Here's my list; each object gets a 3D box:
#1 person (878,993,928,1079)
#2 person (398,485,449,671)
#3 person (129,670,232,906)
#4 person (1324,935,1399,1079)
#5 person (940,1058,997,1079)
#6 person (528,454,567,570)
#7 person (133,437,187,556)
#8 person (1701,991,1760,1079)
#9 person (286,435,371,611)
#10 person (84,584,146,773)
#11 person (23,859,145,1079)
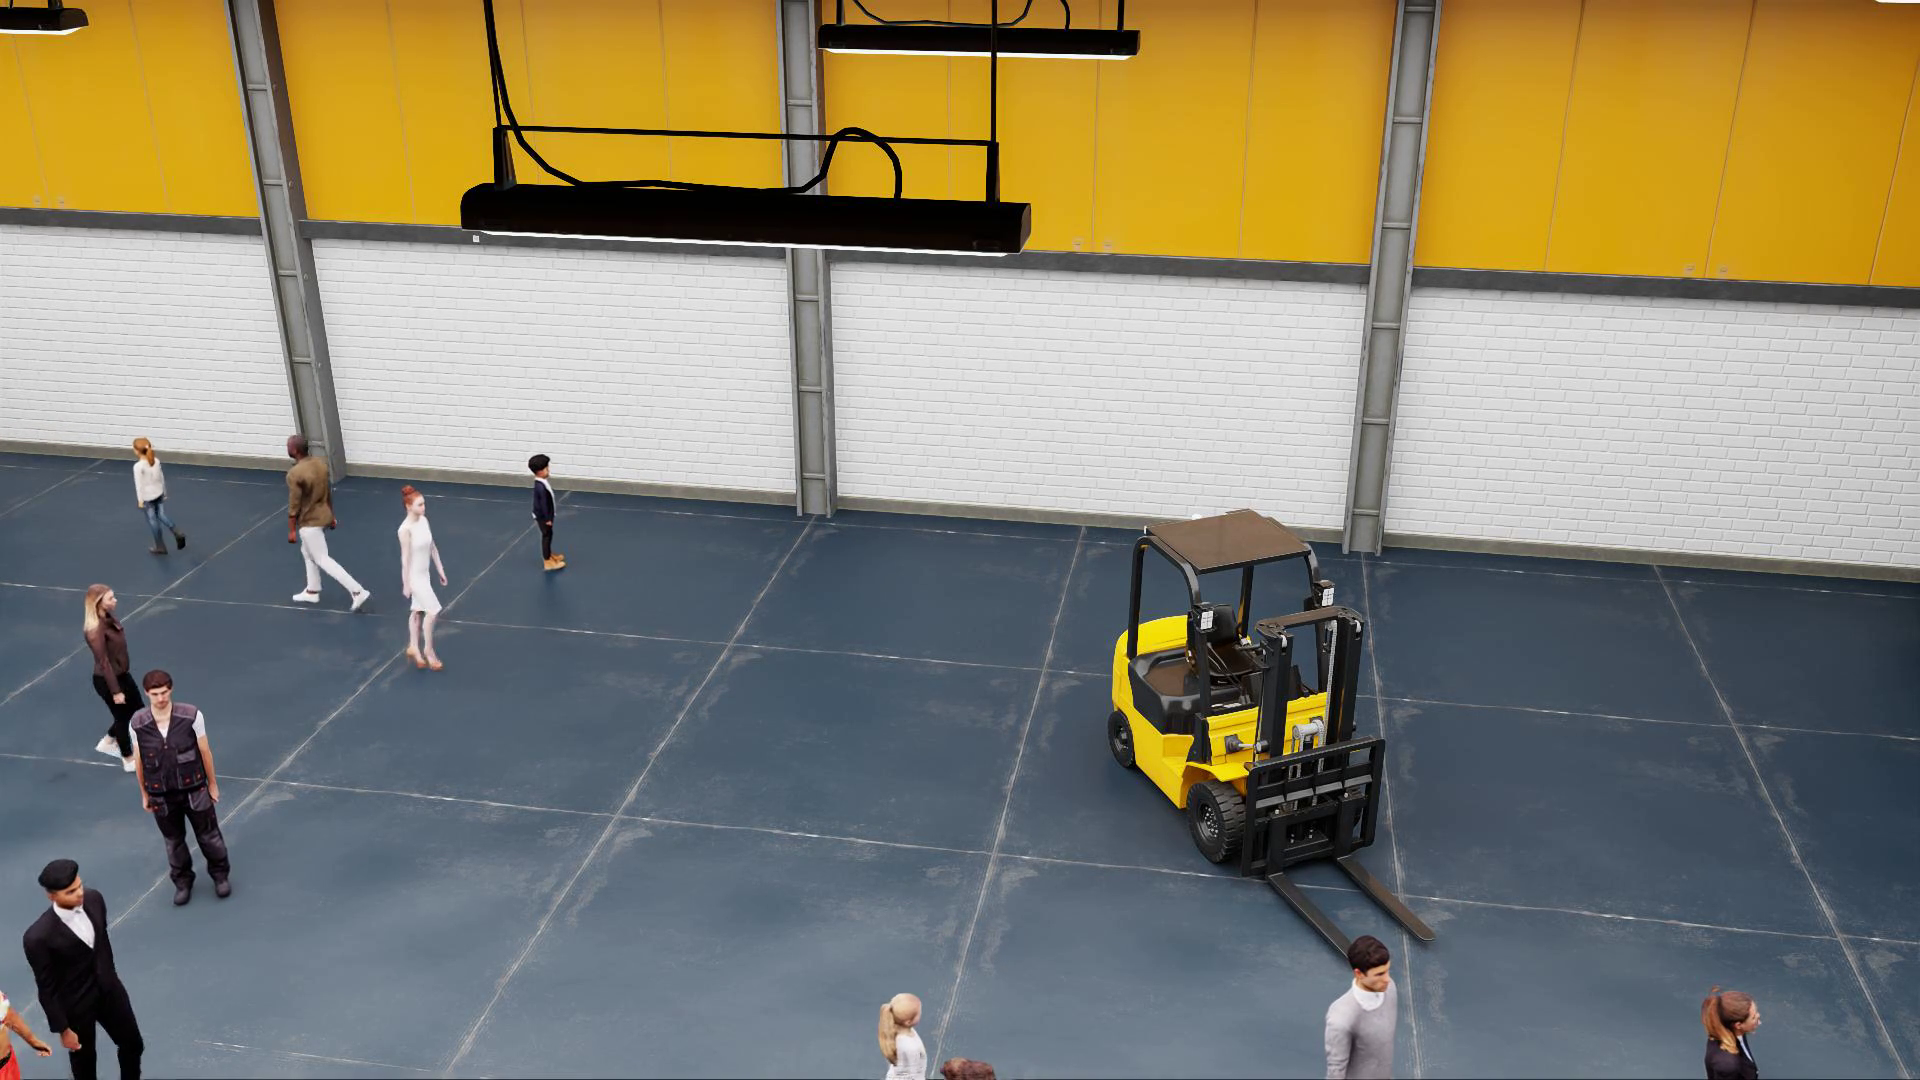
[{"bbox_3d":[-0.366,3.097,9.361,0.753,1.268,0.662,-10,25,-21],"label":"person"},{"bbox_3d":[-4.973,0.349,15.011,0.623,1.779,0.572,4,24,9],"label":"person"},{"bbox_3d":[-5.522,1.736,11.759,0.700,1.843,0.812,-7,25,-16],"label":"person"},{"bbox_3d":[2.114,2.939,8.906,0.839,1.923,0.837,20,30,38],"label":"person"},{"bbox_3d":[0.182,3.324,7.974,0.781,1.964,0.779,4,24,8],"label":"person"},{"bbox_3d":[-4.302,-0.300,17.188,0.595,1.224,0.570,-5,24,-11],"label":"person"},{"bbox_3d":[-8.396,-0.438,17.403,0.754,1.305,0.565,9,25,20],"label":"person"},{"bbox_3d":[3.983,3.098,8.786,0.651,1.727,0.635,12,26,25],"label":"person"},{"bbox_3d":[-6.182,-0.141,16.105,1.102,1.800,0.710,4,24,8],"label":"person"},{"bbox_3d":[-6.871,1.134,13.326,0.778,1.690,0.712,-4,24,-10],"label":"person"},{"bbox_3d":[-5.174,2.629,9.696,0.821,1.858,0.798,11,26,23],"label":"person"}]
